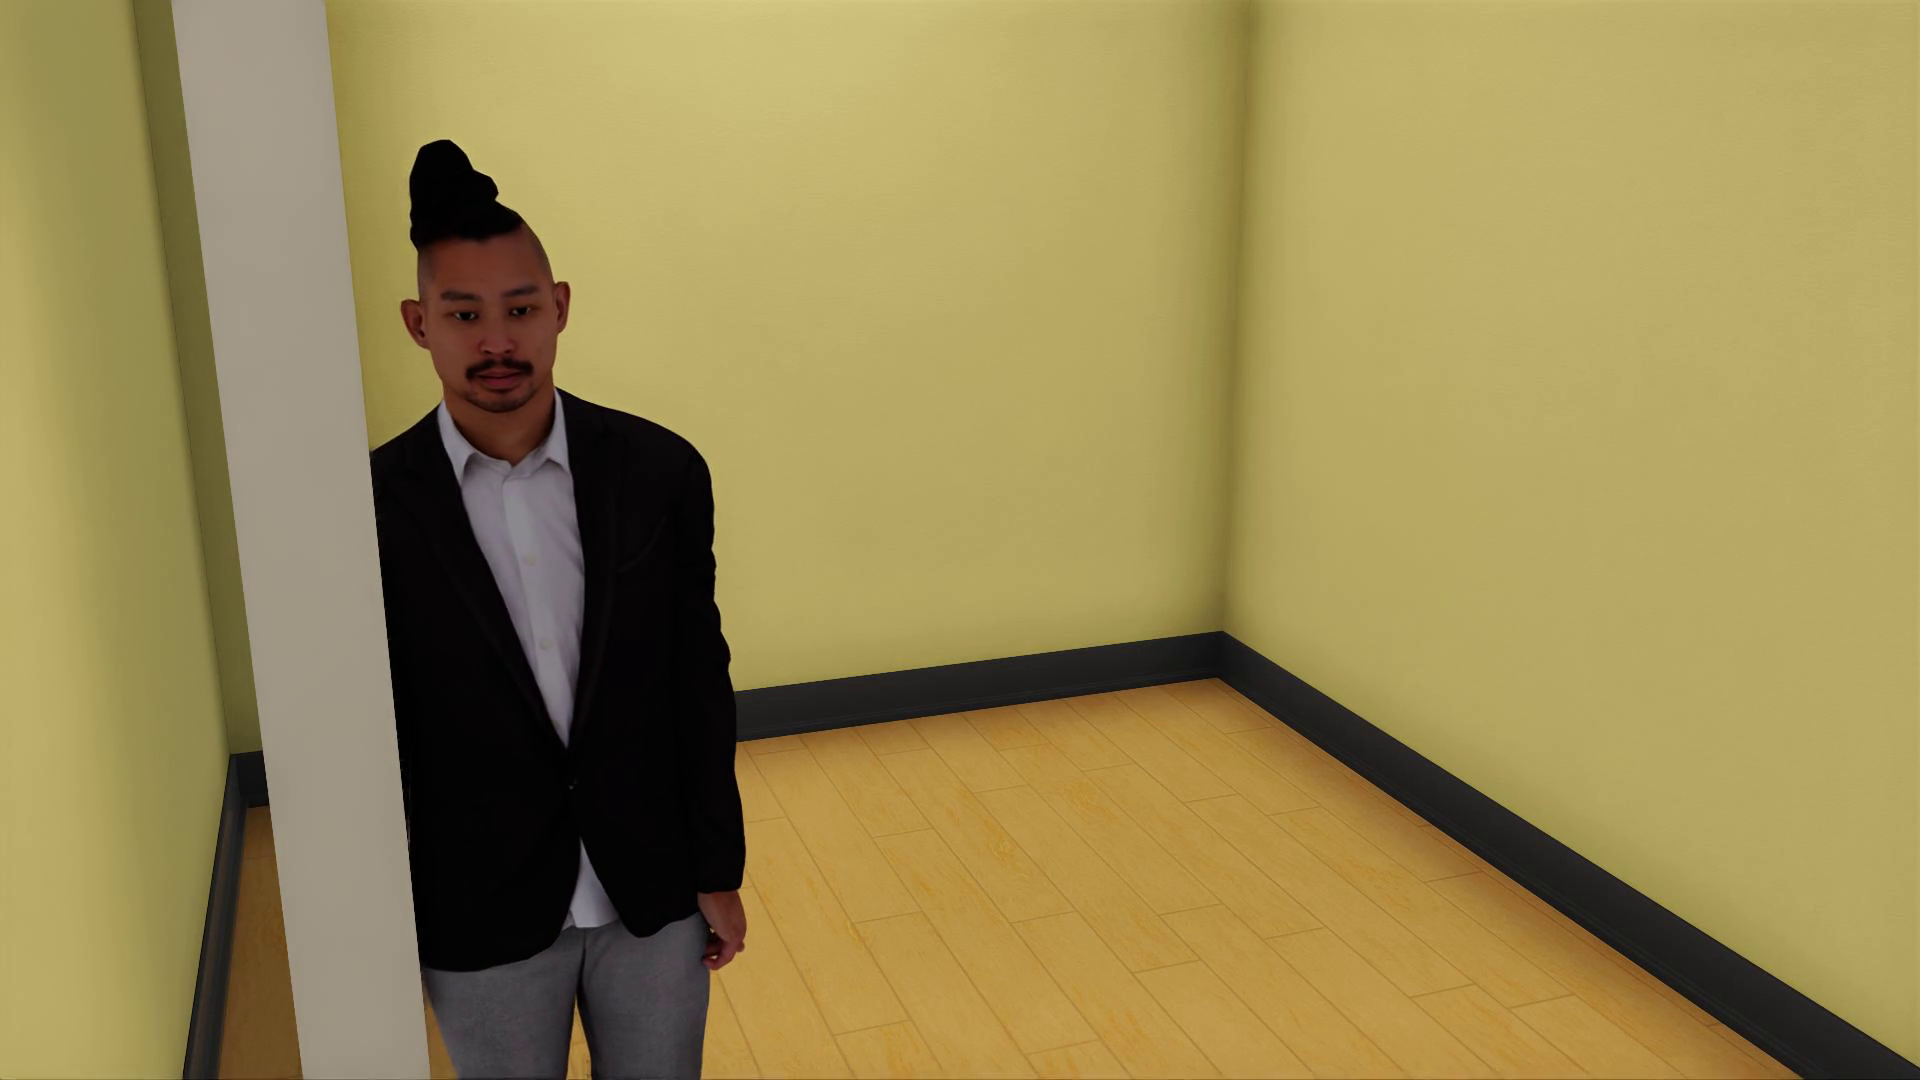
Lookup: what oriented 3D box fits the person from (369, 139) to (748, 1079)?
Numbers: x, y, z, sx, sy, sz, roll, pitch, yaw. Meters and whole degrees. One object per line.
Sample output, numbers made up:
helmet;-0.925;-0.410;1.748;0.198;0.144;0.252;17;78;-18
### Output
person;-0.573;0.436;2.331;0.558;1.952;0.779;-7;17;-23
